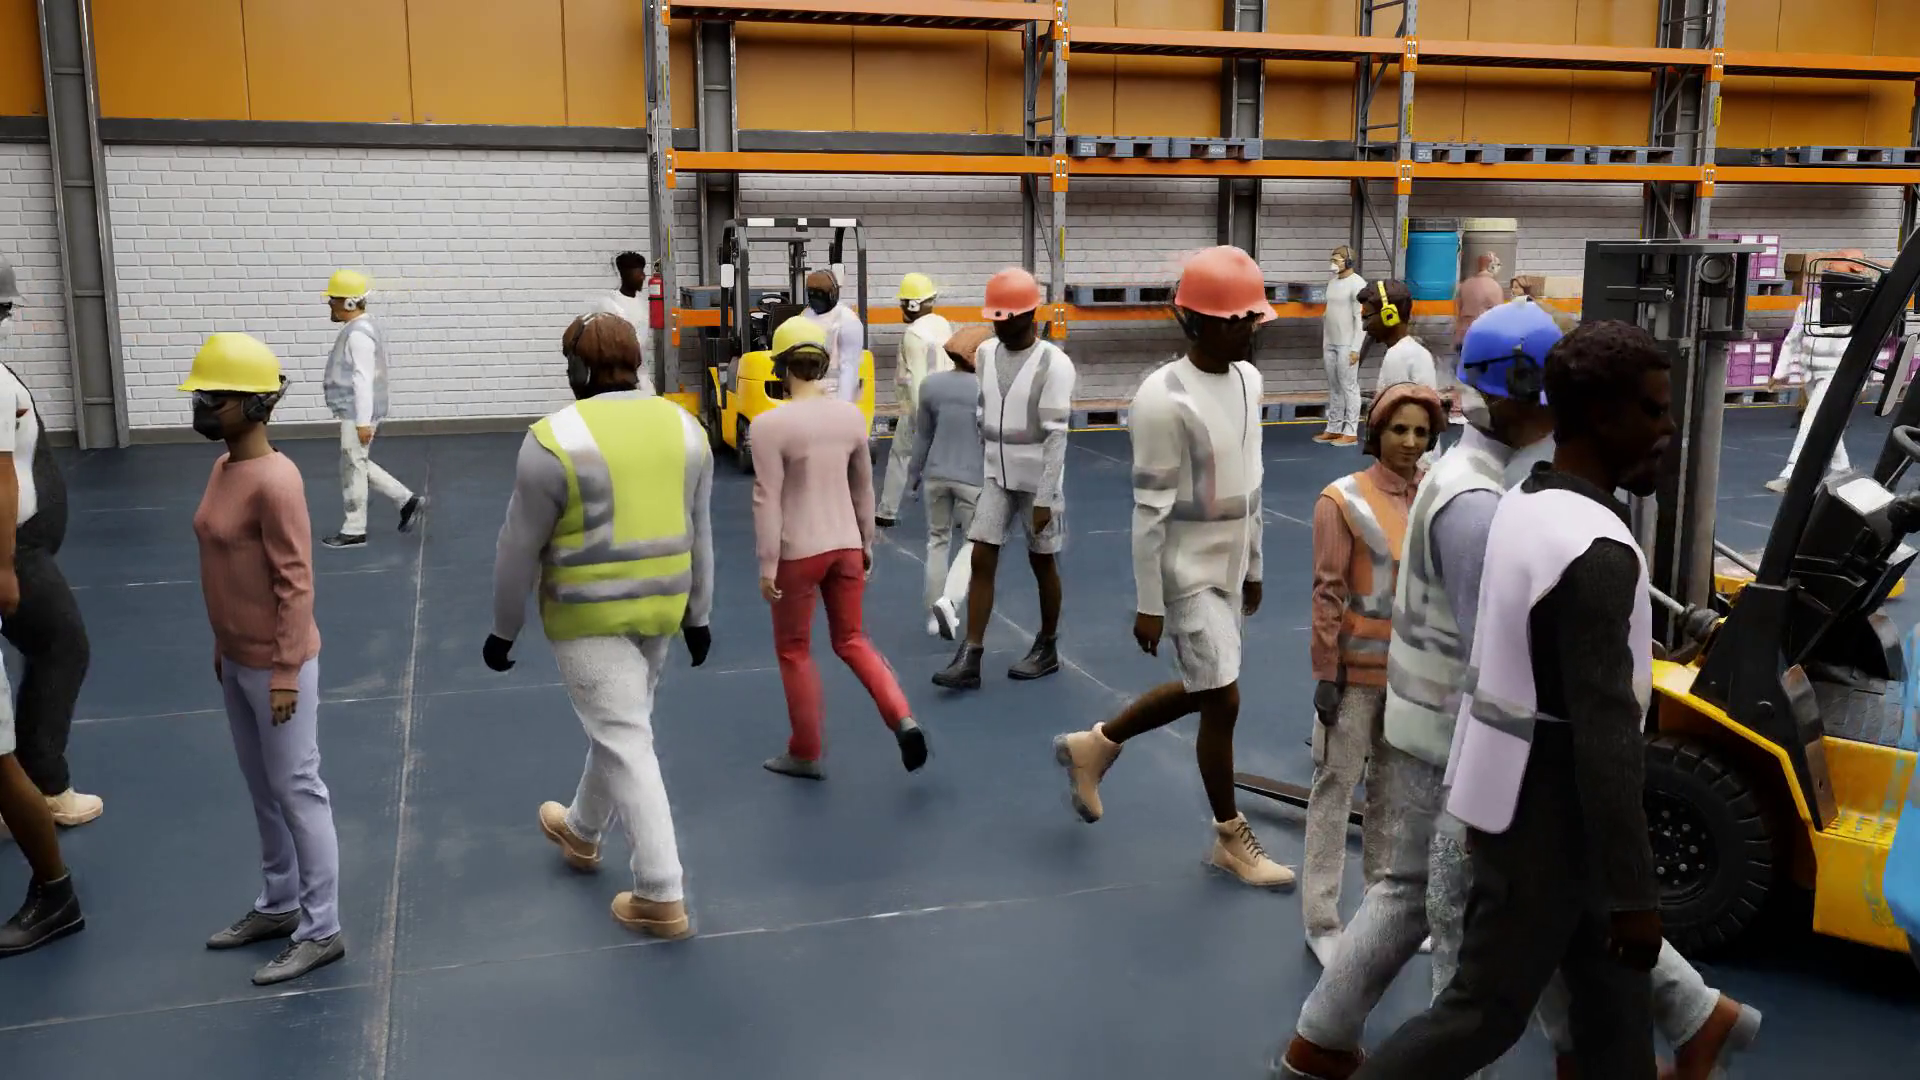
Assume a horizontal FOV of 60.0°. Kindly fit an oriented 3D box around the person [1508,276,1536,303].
[{"bbox_3d":[5.781,-1.938,17.358,0.649,1.615,0.541,-5,11,-24],"label":"person"}]

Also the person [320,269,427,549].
[{"bbox_3d":[-3.879,-0.852,10.843,0.590,1.820,0.607,-3,11,-18],"label":"person"}]

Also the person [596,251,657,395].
[{"bbox_3d":[-2.775,-1.424,13.761,1.040,1.917,0.609,7,13,34],"label":"person"}]

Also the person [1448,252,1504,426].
[{"bbox_3d":[5.687,-2.159,17.919,0.997,1.852,0.678,-3,11,-15],"label":"person"}]

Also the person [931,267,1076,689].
[{"bbox_3d":[0.205,-0.249,7.353,0.574,1.887,0.872,8,13,37],"label":"person"}]

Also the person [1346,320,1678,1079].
[{"bbox_3d":[1.083,0.524,3.182,0.969,1.893,0.596,2,11,12],"label":"person"}]

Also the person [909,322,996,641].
[{"bbox_3d":[-0.035,-0.280,8.298,0.567,1.602,0.531,4,11,23],"label":"person"}]

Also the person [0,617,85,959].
[{"bbox_3d":[-2.853,0.281,4.441,0.557,1.886,0.886,7,13,34],"label":"person"}]

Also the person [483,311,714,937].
[{"bbox_3d":[-1.108,0.225,4.988,0.937,1.794,0.648,9,14,40],"label":"person"}]

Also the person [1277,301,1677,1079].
[{"bbox_3d":[1.198,0.417,3.747,0.866,1.895,0.603,4,11,23],"label":"person"}]

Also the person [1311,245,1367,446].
[{"bbox_3d":[3.713,-1.884,16.183,0.366,1.939,0.635,-4,11,-19],"label":"person"}]

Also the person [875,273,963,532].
[{"bbox_3d":[-0.209,-0.929,11.383,0.937,1.790,0.599,5,12,28],"label":"person"}]

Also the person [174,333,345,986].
[{"bbox_3d":[-1.937,0.329,4.548,0.365,1.770,0.534,-9,14,-42],"label":"person"}]

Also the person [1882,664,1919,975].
[{"bbox_3d":[1.799,0.672,2.850,0.368,1.678,0.592,2,11,11],"label":"person"}]

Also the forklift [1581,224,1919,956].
[{"bbox_3d":[2.909,0.117,4.508,2.313,2.155,1.214,9,14,40],"label":"forklift"}]

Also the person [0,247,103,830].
[{"bbox_3d":[-3.242,-0.002,5.584,0.706,2.000,0.646,6,12,31],"label":"person"}]

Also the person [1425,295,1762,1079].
[{"bbox_3d":[1.330,0.423,3.638,0.880,1.908,0.631,1,10,7],"label":"person"}]

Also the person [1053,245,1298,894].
[{"bbox_3d":[0.664,0.082,5.242,0.846,2.002,0.641,8,13,38],"label":"person"}]

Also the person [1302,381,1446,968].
[{"bbox_3d":[1.178,0.375,4.625,0.514,1.636,0.315,-6,12,-28],"label":"person"}]

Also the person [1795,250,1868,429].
[{"bbox_3d":[9.161,-2.074,17.366,0.724,1.883,0.632,3,11,18],"label":"person"}]

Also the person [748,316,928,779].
[{"bbox_3d":[-0.480,0.056,6.099,0.640,1.738,0.557,10,14,44],"label":"person"}]

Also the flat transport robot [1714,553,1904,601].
[{"bbox_3d":[4.508,0.231,9.160,1.431,0.197,0.652,-7,12,-34],"label":"flat transport robot"}]

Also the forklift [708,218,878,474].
[{"bbox_3d":[-1.522,-1.778,14.899,1.214,2.155,2.313,-3,11,-17],"label":"forklift"}]

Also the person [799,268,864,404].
[{"bbox_3d":[-0.927,-0.938,11.370,0.489,1.810,0.662,-9,14,-41],"label":"person"}]

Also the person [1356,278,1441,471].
[{"bbox_3d":[1.961,-0.253,7.509,0.455,1.835,0.563,6,12,28],"label":"person"}]

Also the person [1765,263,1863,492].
[{"bbox_3d":[6.925,-1.301,13.312,1.034,1.828,0.603,-4,11,-22],"label":"person"}]
